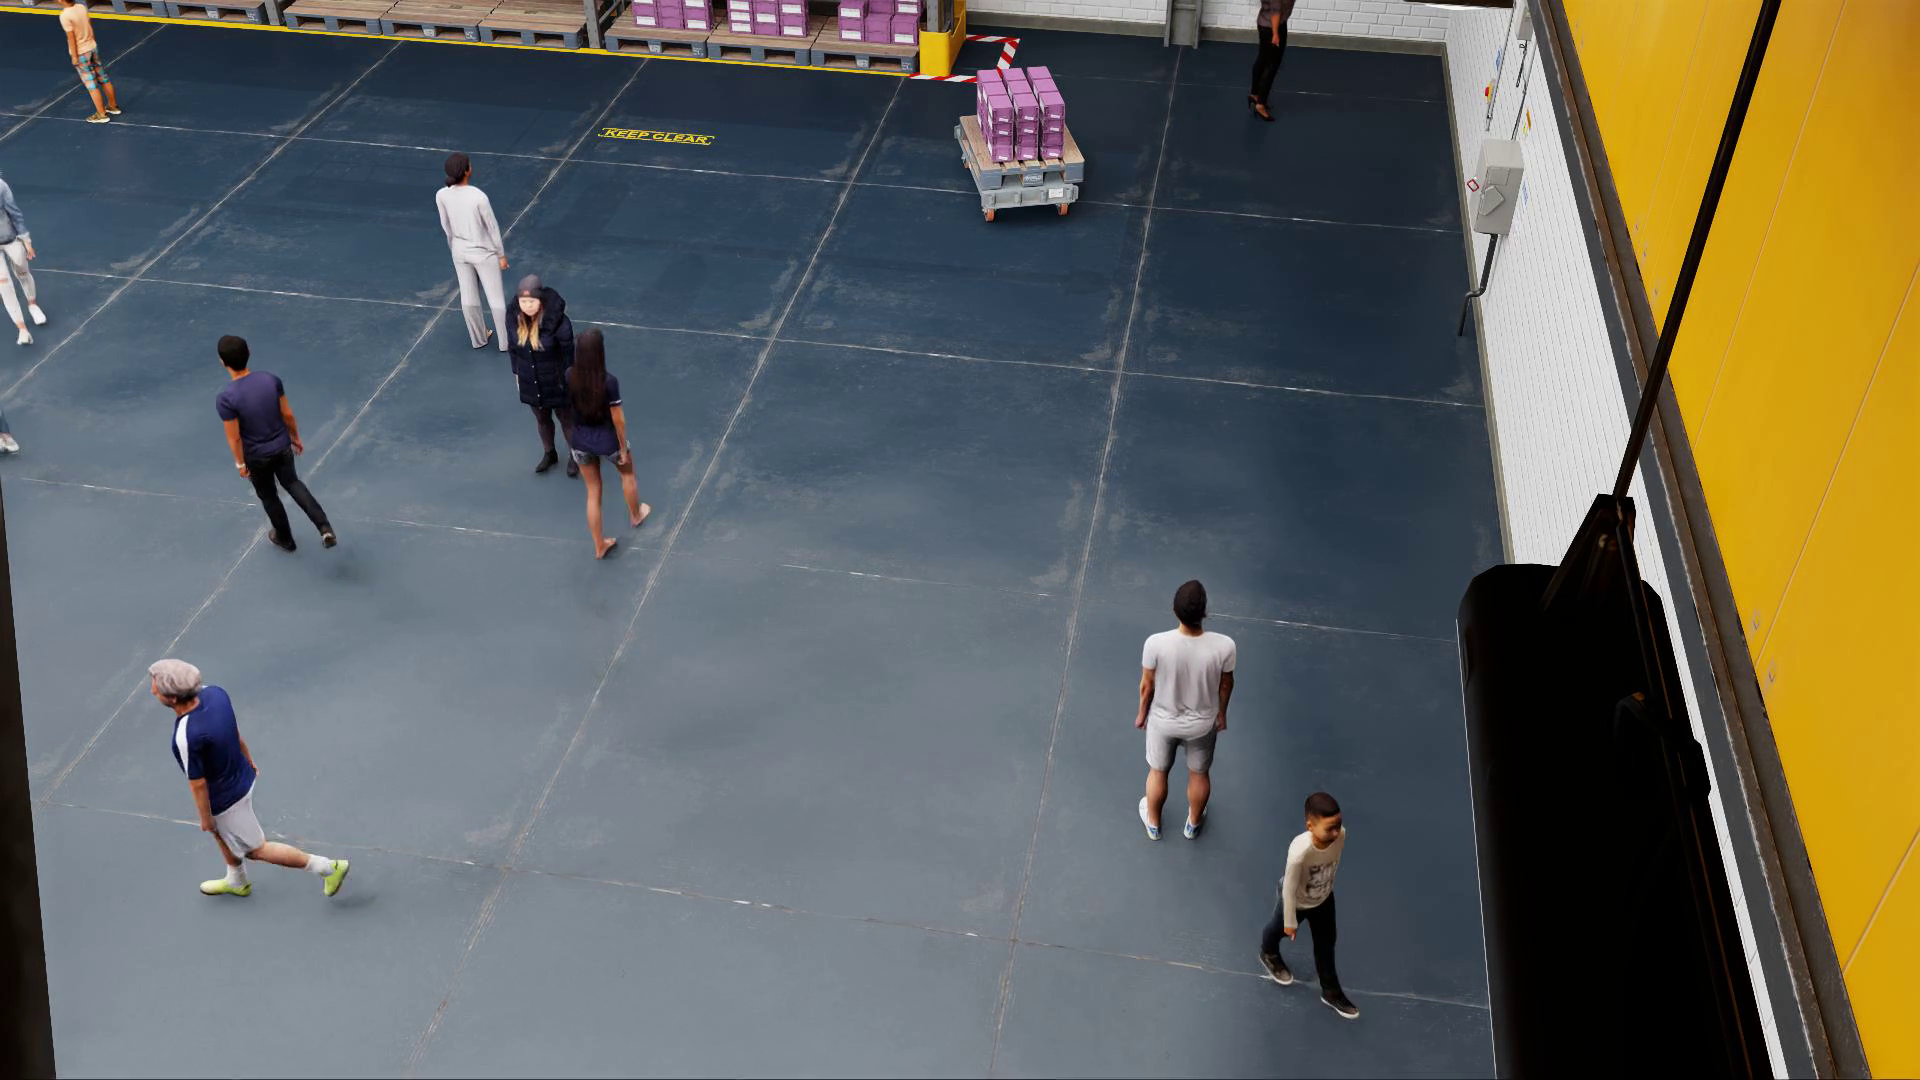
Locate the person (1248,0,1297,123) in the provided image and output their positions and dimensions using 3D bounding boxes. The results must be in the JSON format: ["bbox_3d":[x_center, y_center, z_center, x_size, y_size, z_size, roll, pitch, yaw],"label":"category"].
[{"bbox_3d":[3.227,-5.312,17.338,0.666,1.840,0.707,-1,39,-2],"label":"person"}]

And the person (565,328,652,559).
[{"bbox_3d":[-2.537,-0.607,11.527,0.774,1.739,0.664,6,39,7],"label":"person"}]

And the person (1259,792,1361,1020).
[{"bbox_3d":[1.766,1.815,8.728,0.898,1.447,0.937,-21,43,-24],"label":"person"}]

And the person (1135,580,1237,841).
[{"bbox_3d":[1.262,0.990,9.436,0.541,1.853,0.767,1,39,1],"label":"person"}]

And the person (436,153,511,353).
[{"bbox_3d":[-4.008,-2.372,13.739,0.467,1.736,0.702,8,39,10],"label":"person"}]

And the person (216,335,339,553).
[{"bbox_3d":[-4.735,-0.589,11.475,1.037,1.776,0.893,25,45,28],"label":"person"}]

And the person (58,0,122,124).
[{"bbox_3d":[-9.144,-5.111,17.390,0.495,1.461,0.523,8,39,10],"label":"person"}]

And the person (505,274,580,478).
[{"bbox_3d":[-3.066,-1.221,12.348,0.568,1.674,0.714,7,39,8],"label":"person"}]

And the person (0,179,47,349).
[{"bbox_3d":[-8.048,-2.509,13.971,1.057,1.662,1.082,-20,43,-23],"label":"person"}]

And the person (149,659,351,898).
[{"bbox_3d":[-3.889,1.353,9.019,1.208,1.806,0.850,-4,39,-5],"label":"person"}]
